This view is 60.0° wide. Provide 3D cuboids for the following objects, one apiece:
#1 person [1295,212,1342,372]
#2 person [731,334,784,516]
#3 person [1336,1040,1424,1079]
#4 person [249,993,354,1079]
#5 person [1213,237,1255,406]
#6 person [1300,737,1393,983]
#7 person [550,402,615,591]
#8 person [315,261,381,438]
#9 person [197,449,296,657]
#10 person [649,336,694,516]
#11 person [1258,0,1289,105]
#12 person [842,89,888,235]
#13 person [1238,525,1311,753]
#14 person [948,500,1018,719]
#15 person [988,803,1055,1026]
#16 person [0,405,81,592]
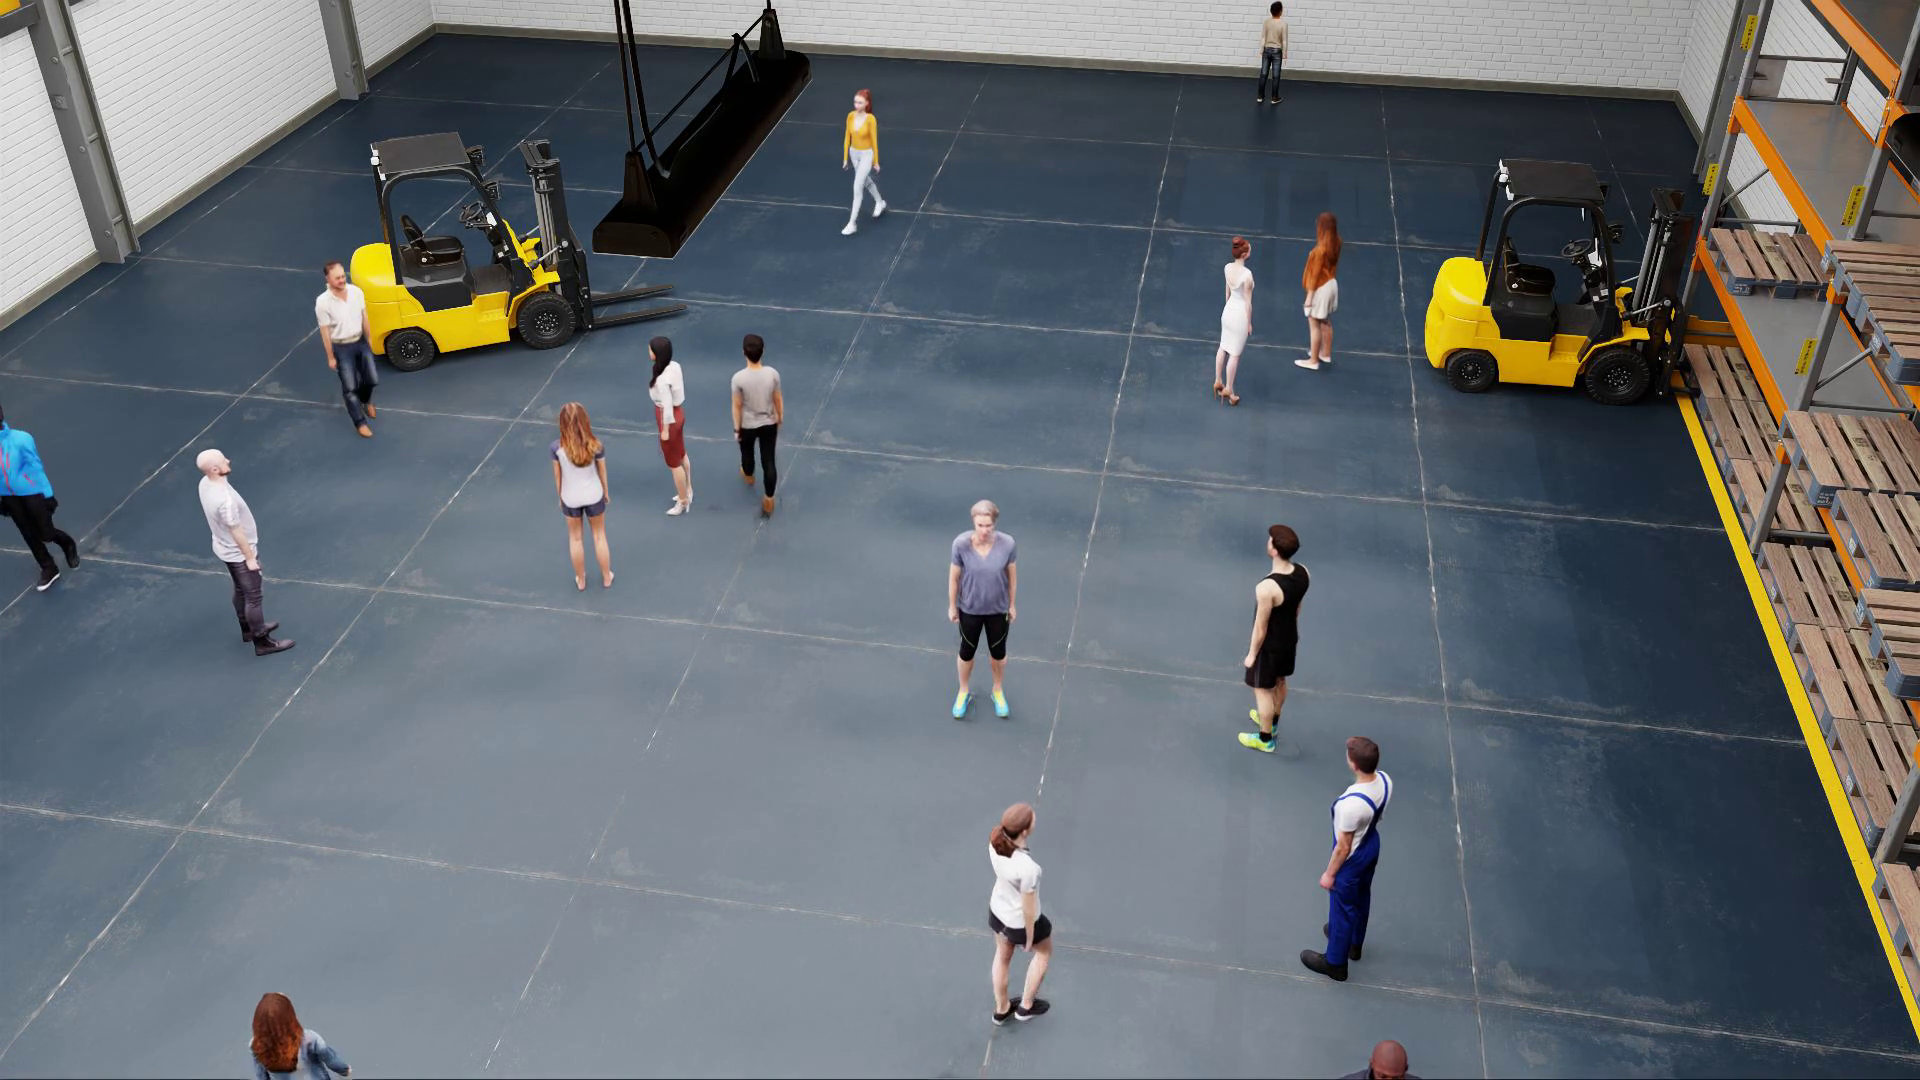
[{"bbox_3d":[3.788,-2.596,17.336,0.761,1.714,0.654,24,40,31],"label":"person"},{"bbox_3d":[-1.806,-1.002,14.963,0.914,1.686,1.134,-9,35,-13],"label":"person"},{"bbox_3d":[2.081,3.189,8.537,0.801,1.821,0.742,-1,34,-2],"label":"person"},{"bbox_3d":[-3.593,3.071,9.051,0.643,1.447,0.973,2,34,3],"label":"person"},{"bbox_3d":[2.742,-2.197,16.664,0.686,1.793,0.596,-15,36,-21],"label":"person"},{"bbox_3d":[2.450,1.971,10.343,0.784,1.849,0.688,28,42,35],"label":"person"},{"bbox_3d":[-3.164,-0.348,13.942,0.665,1.727,0.666,-8,34,-12],"label":"person"},{"bbox_3d":[-5.999,-1.903,16.181,0.850,1.837,0.908,-26,41,-33],"label":"person"},{"bbox_3d":[-5.746,0.078,13.206,0.801,1.832,0.756,-24,40,-32],"label":"person"},{"bbox_3d":[-2.598,-1.029,14.947,0.680,1.749,0.476,2,34,4],"label":"person"},{"bbox_3d":[4.594,-7.172,24.446,0.617,1.464,0.590,16,37,22],"label":"person"},{"bbox_3d":[-1.161,-4.701,20.511,0.904,1.705,1.274,18,38,25],"label":"person"},{"bbox_3d":[2.305,0.727,12.173,0.769,1.896,0.854,-27,42,-35],"label":"person"},{"bbox_3d":[0.179,0.510,12.509,0.712,1.885,0.637,-1,34,-2],"label":"person"},{"bbox_3d":[0.271,2.290,9.961,0.774,1.740,0.721,-29,43,-36],"label":"person"},{"bbox_3d":[-7.847,-0.431,14.015,0.697,1.784,0.761,-1,34,-1],"label":"person"}]
